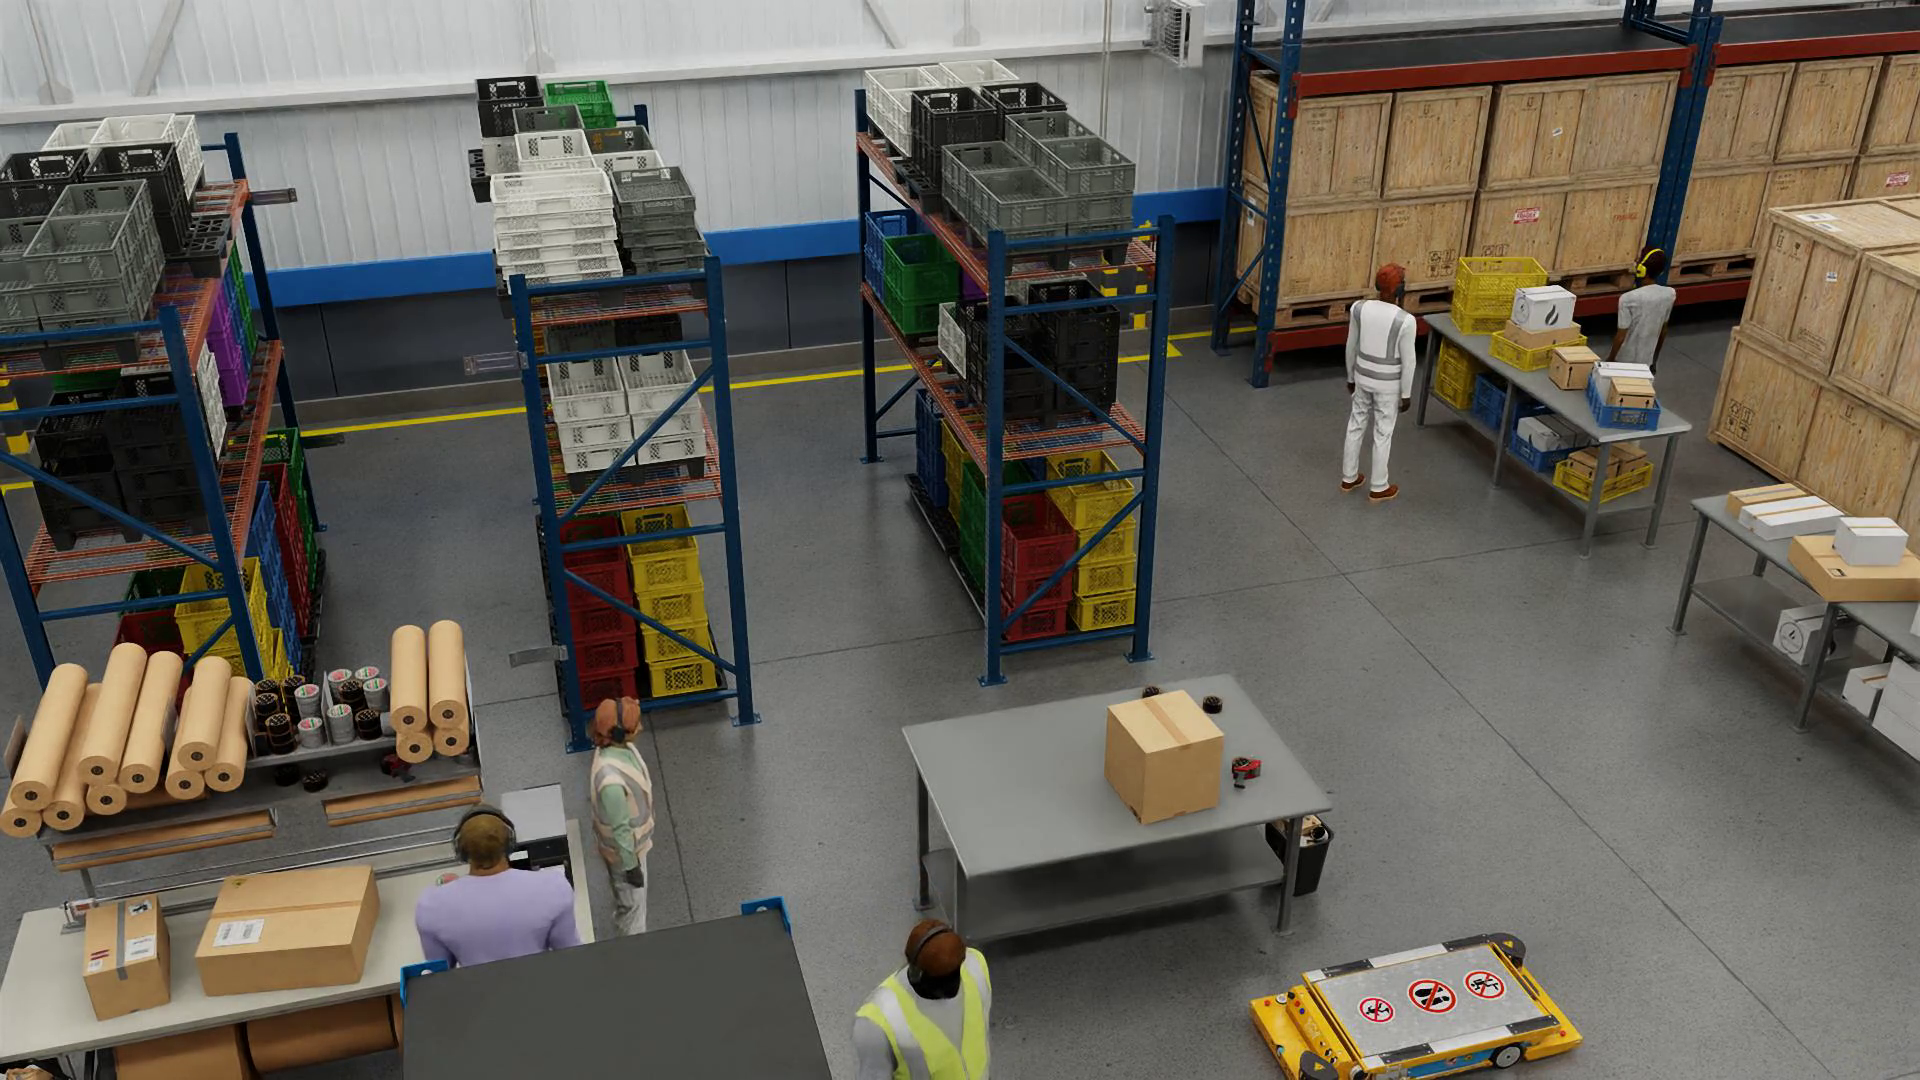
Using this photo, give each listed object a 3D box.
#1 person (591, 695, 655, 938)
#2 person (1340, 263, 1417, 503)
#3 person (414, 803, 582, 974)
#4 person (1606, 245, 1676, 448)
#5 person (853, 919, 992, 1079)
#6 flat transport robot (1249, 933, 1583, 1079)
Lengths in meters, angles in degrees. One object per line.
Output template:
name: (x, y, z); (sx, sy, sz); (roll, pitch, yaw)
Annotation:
person: (-1.605, 1.461, 8.070); (0.331, 1.631, 0.516); (-4, 29, -7)
person: (3.182, -1.191, 12.637); (0.575, 1.885, 0.355); (26, 38, 38)
person: (-1.869, 1.920, 6.935); (0.630, 1.930, 0.369); (-6, 29, -10)
person: (5.259, -1.404, 13.034); (0.513, 1.877, 0.328); (-10, 30, -17)
person: (-0.102, 2.211, 6.492); (0.634, 1.839, 0.429); (-23, 36, -36)
flat transport robot: (2.184, 2.282, 7.980); (1.431, 0.197, 0.652); (-8, 30, -14)
